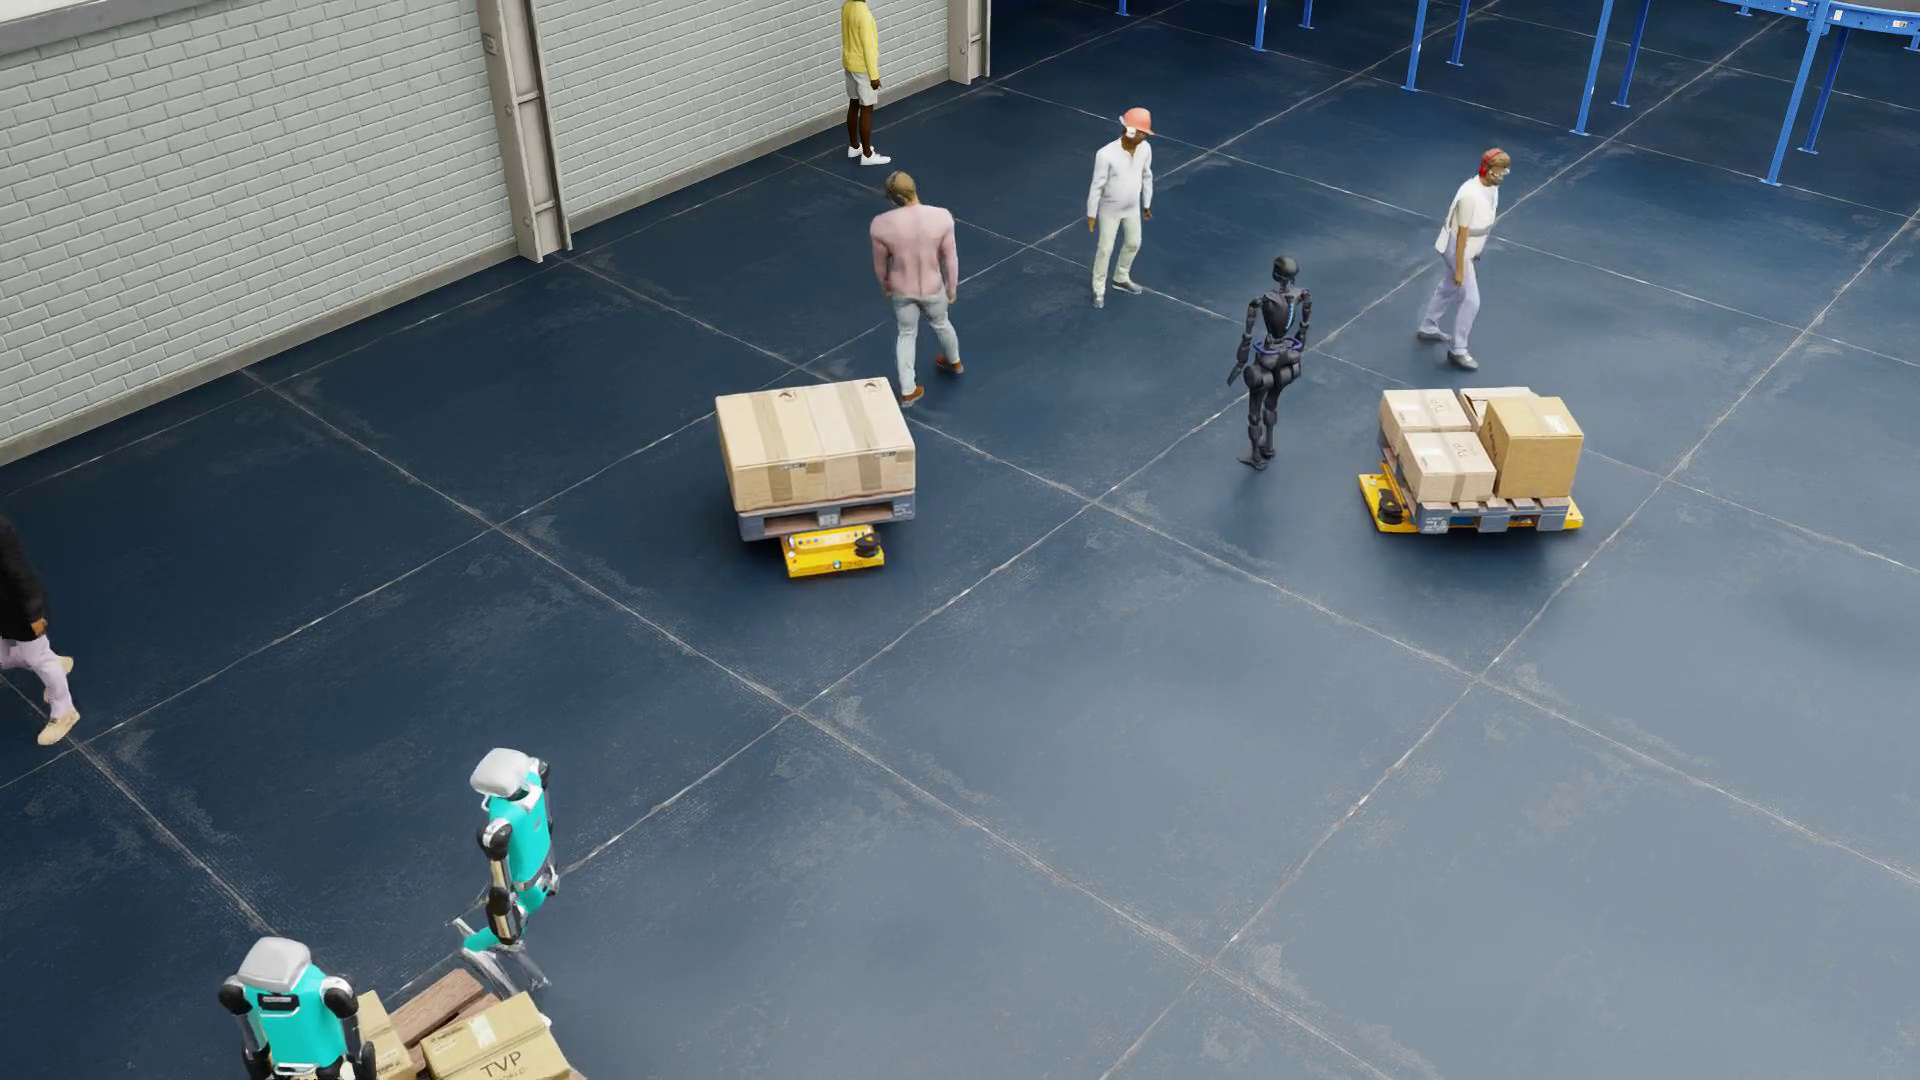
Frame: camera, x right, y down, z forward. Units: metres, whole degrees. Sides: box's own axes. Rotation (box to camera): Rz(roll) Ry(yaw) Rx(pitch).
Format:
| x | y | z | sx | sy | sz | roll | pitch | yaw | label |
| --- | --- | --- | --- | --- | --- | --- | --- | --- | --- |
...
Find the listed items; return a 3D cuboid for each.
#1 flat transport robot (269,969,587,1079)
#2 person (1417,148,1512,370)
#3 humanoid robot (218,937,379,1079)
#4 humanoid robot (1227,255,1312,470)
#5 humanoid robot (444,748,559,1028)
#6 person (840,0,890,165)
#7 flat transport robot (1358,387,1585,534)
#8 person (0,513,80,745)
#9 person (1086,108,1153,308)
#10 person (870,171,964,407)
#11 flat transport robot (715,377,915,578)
| x | y | z | sx | sy | sz | roll | pitch | yaw | label |
| --- | --- | --- | --- | --- | --- | --- | --- | --- | --- |
| -2.397 | 2.756 | 7.517 | 1.431 | 0.231 | 0.659 | 27 | 44 | 33 | flat transport robot |
| 4.040 | -2.248 | 13.218 | 0.735 | 1.806 | 0.638 | 22 | 41 | 28 | person |
| -2.635 | 2.419 | 6.703 | 0.544 | 1.766 | 0.699 | 2 | 35 | 2 | humanoid robot |
| 2.232 | -1.286 | 11.976 | 0.588 | 1.653 | 0.329 | -15 | 38 | -20 | humanoid robot |
| -2.186 | 1.673 | 7.798 | 0.694 | 1.823 | 0.550 | 7 | 36 | 10 | humanoid robot |
| -0.976 | -4.696 | 16.578 | 0.375 | 1.900 | 0.544 | -18 | 39 | -24 | person |
| 3.624 | -0.319 | 11.836 | 1.431 | 0.231 | 0.659 | -1 | 35 | -2 | flat transport robot |
| -5.470 | 0.355 | 9.538 | 0.577 | 1.833 | 0.468 | 11 | 37 | 15 | person |
| 1.346 | -2.813 | 14.079 | 0.650 | 1.726 | 0.344 | -19 | 40 | -25 | person |
| -0.318 | -1.982 | 12.780 | 0.719 | 1.880 | 0.714 | -2 | 36 | -3 | person |
| -1.001 | -0.252 | 11.741 | 0.659 | 0.231 | 1.431 | -8 | 36 | -11 | flat transport robot |
